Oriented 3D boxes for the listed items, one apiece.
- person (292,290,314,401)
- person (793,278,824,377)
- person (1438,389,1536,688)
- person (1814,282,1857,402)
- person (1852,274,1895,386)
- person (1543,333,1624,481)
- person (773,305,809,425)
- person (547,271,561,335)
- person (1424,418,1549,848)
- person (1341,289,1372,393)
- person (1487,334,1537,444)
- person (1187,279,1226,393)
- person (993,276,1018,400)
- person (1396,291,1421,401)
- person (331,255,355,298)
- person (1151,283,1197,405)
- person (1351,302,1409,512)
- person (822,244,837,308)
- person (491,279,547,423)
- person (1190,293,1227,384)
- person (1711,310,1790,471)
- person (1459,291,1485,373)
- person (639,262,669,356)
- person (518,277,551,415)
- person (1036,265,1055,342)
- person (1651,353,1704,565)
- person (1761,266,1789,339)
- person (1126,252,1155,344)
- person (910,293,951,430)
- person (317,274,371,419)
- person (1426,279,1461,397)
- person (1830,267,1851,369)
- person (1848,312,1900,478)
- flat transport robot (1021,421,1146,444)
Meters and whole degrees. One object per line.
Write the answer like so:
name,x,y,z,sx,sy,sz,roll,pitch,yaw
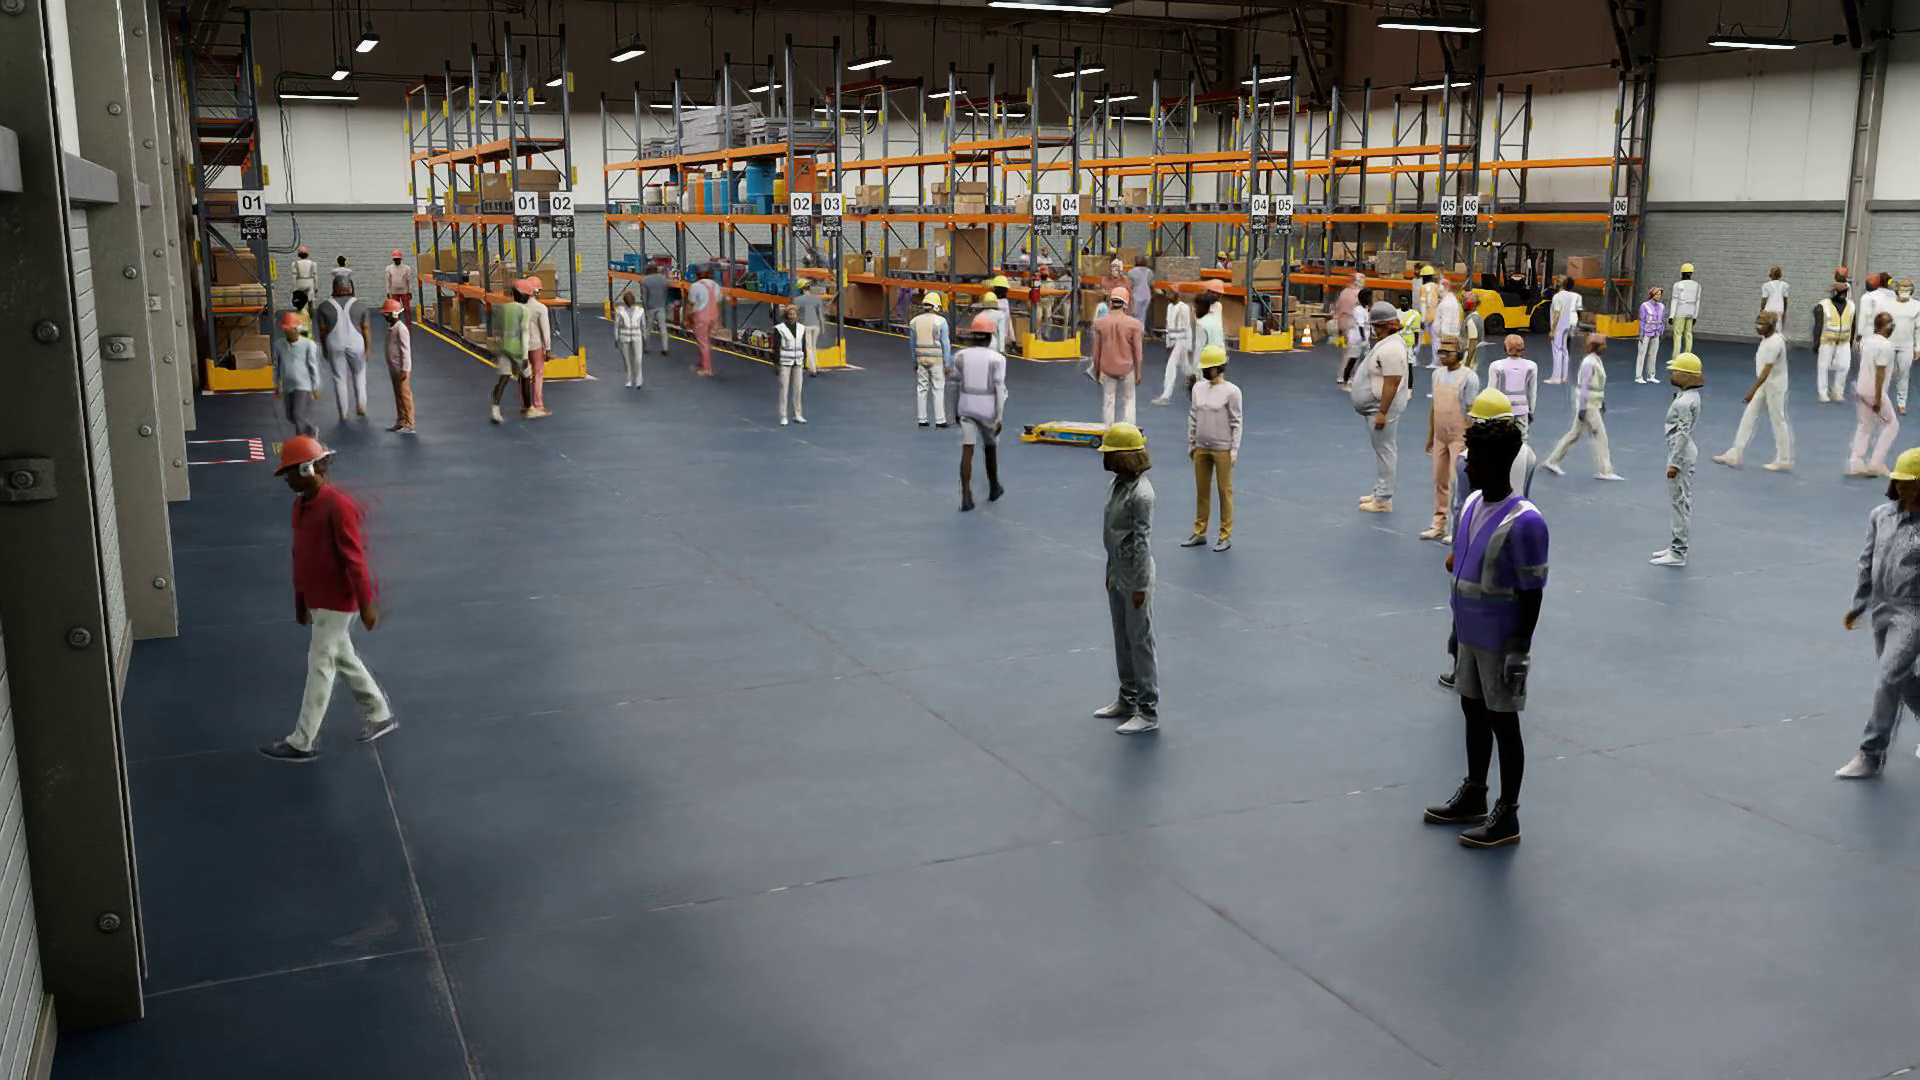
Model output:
person,-10.102,-2.985,25.568,0.315,1.698,0.541,-5,12,-23
person,-2.680,-3.741,29.341,0.541,1.723,0.705,-6,13,-28
person,3.168,0.002,10.052,0.590,1.833,0.404,-7,13,-31
person,13.295,-2.991,25.276,0.642,1.822,0.550,1,11,7
person,15.156,-3.455,27.522,0.594,1.872,0.550,-5,12,-25
person,6.805,-1.461,18.091,0.839,1.603,0.523,5,12,25
person,-2.326,-2.395,22.758,0.551,1.630,0.315,-9,14,-39
person,-9.677,-5.705,39.311,0.487,1.733,0.326,5,12,23
person,2.416,0.419,7.588,0.366,1.964,0.610,-2,11,-11
person,6.505,-3.176,26.607,0.809,1.660,0.548,6,13,27
person,5.668,-1.295,17.132,0.523,1.639,0.306,0,11,-1
person,3.647,-2.896,24.568,0.550,1.917,0.560,10,15,40
person,0.671,-3.116,25.686,0.556,1.912,0.595,6,13,28
person,6.833,-2.994,25.642,0.535,1.693,0.320,9,14,39
person,-14.725,-5.856,39.728,0.513,1.872,0.331,-2,11,-9
person,3.384,-2.968,25.160,0.936,1.843,0.581,-3,11,-13
person,4.059,-1.299,16.134,0.536,2.000,0.672,3,12,15
person,-3.873,-7.852,49.439,0.611,2.038,0.392,8,14,35
person,-6.164,-2.598,22.935,0.700,1.975,1.023,7,13,31
person,3.173,-2.177,21.026,0.390,1.880,0.662,6,13,29
person,8.896,-1.655,18.536,0.919,1.797,0.515,1,11,6
person,6.762,-2.363,22.039,0.377,1.842,0.570,4,12,20
person,-6.217,-4.686,33.750,0.650,1.884,1.043,-8,13,-34
person,-6.070,-2.744,23.644,0.625,1.981,0.416,5,12,23
person,1.850,-5.221,36.849,0.572,1.733,0.480,-3,11,-13
person,5.899,-0.664,13.660,0.289,1.746,0.487,6,12,27
person,15.778,-4.379,32.285,0.506,1.847,0.345,1,11,4
person,3.929,-5.321,36.573,0.695,2.000,0.599,-5,12,-25
person,-0.375,-2.378,22.174,0.588,1.823,0.403,6,13,29
person,-8.680,-2.746,23.487,0.694,2.000,0.721,-4,12,-19
person,7.673,-3.100,25.775,0.732,1.870,0.677,4,12,17
person,16.237,-4.092,30.733,0.356,1.883,0.573,6,13,28
person,10.011,-1.561,18.055,0.604,1.810,0.554,1,11,7
flat transport robot,1.543,-1.335,20.825,1.431,0.197,0.652,6,13,28
